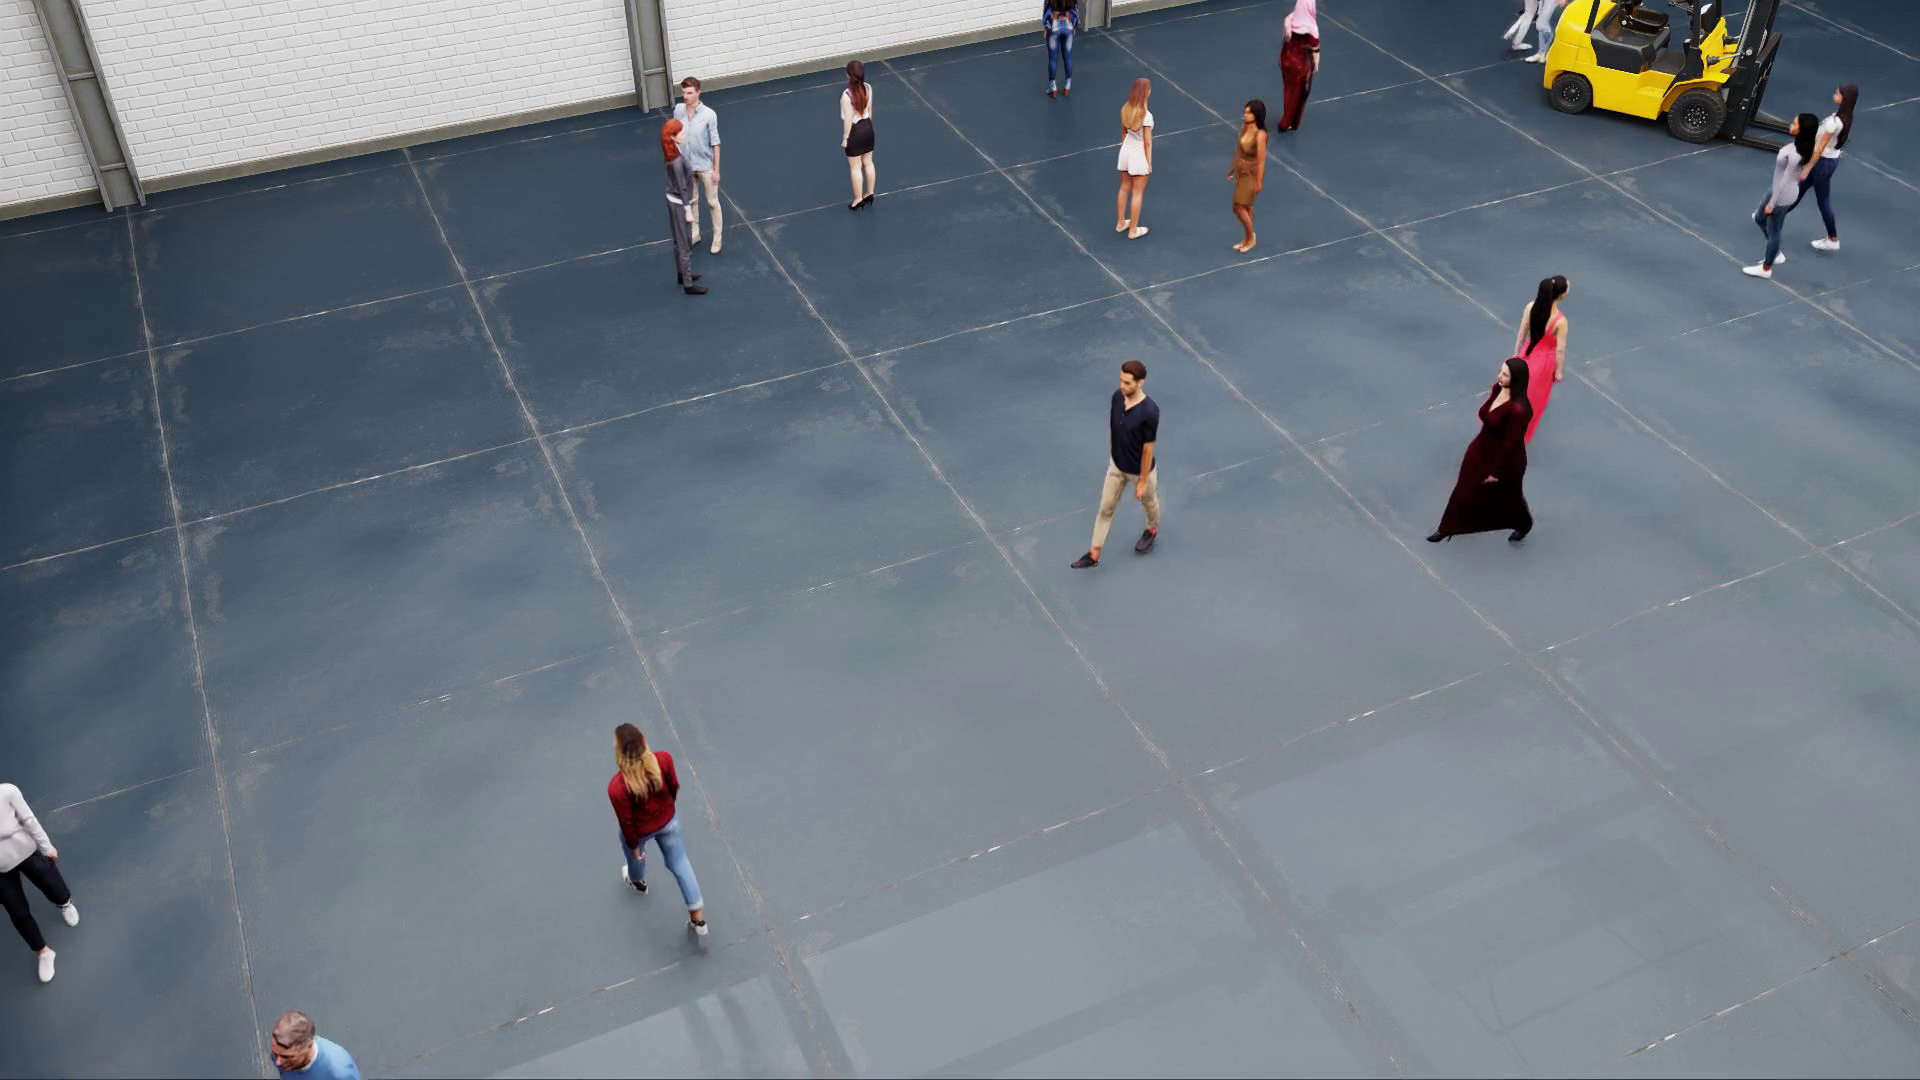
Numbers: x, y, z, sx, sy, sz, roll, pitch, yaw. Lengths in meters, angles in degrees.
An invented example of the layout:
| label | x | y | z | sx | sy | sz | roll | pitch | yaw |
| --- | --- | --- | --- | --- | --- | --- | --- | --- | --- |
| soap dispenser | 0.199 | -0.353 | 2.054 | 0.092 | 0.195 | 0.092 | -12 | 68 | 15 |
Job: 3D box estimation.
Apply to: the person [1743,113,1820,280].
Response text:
| label | x | y | z | sx | sy | sz | roll | pitch | yaw |
| --- | --- | --- | --- | --- | --- | --- | --- | --- | --- |
| person | 8.190 | -3.350 | 16.360 | 0.801 | 1.724 | 0.734 | 17 | 42 | 20 |

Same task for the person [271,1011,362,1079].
| label | x | y | z | sx | sy | sz | roll | pitch | yaw |
| --- | --- | --- | --- | --- | --- | --- | --- | --- | --- |
| person | -3.141 | 2.885 | 8.491 | 0.795 | 1.800 | 0.853 | 13 | 41 | 16 |

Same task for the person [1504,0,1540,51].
| label | x | y | z | sx | sy | sz | roll | pitch | yaw |
| --- | --- | --- | --- | --- | --- | --- | --- | --- | --- |
| person | 7.168 | -6.936 | 20.910 | 0.751 | 1.649 | 0.738 | -7 | 39 | -8 |

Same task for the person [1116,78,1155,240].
| label | x | y | z | sx | sy | sz | roll | pitch | yaw |
| --- | --- | --- | --- | --- | --- | --- | --- | --- | --- |
| person | 1.791 | -3.929 | 17.107 | 0.617 | 1.696 | 0.617 | -26 | 45 | -29 |

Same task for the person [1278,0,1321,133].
| label | x | y | z | sx | sy | sz | roll | pitch | yaw |
| --- | --- | --- | --- | --- | --- | --- | --- | --- | --- |
| person | 3.819 | -5.453 | 19.075 | 0.837 | 1.622 | 0.747 | -29 | 47 | -31 |

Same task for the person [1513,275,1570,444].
| label | x | y | z | sx | sy | sz | roll | pitch | yaw |
| --- | --- | --- | --- | --- | --- | --- | --- | --- | --- |
| person | 4.776 | -1.431 | 13.967 | 0.742 | 1.711 | 0.630 | -21 | 43 | -25 |

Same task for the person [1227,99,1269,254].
| label | x | y | z | sx | sy | sz | roll | pitch | yaw |
| --- | --- | --- | --- | --- | --- | --- | --- | --- | --- |
| person | 2.993 | -3.673 | 16.802 | 0.606 | 1.677 | 0.609 | -10 | 40 | -13 |

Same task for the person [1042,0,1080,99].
| label | x | y | z | sx | sy | sz | roll | pitch | yaw |
| --- | --- | --- | --- | --- | --- | --- | --- | --- | --- |
| person | 1.196 | -6.103 | 19.891 | 0.573 | 1.618 | 0.716 | -6 | 39 | -7 |

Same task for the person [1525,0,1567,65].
| label | x | y | z | sx | sy | sz | roll | pitch | yaw |
| --- | --- | --- | --- | --- | --- | --- | --- | --- | --- |
| person | 7.402 | -6.800 | 20.593 | 0.706 | 1.832 | 0.742 | -11 | 40 | -13 |

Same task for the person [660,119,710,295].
| label | x | y | z | sx | sy | sz | roll | pitch | yaw |
| --- | --- | --- | --- | --- | --- | --- | --- | --- | --- |
| person | -2.722 | -3.252 | 16.190 | 0.511 | 1.782 | 0.591 | -13 | 40 | -16 |

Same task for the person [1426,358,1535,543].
| label | x | y | z | sx | sy | sz | roll | pitch | yaw |
| --- | --- | --- | --- | --- | --- | --- | --- | --- | --- |
| person | 4.287 | -0.639 | 12.970 | 1.118 | 1.718 | 0.794 | -8 | 39 | -10 |

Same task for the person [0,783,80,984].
| label | x | y | z | sx | sy | sz | roll | pitch | yaw |
| --- | --- | --- | --- | --- | --- | --- | --- | --- | --- |
| person | -5.623 | 1.855 | 9.868 | 0.710 | 1.692 | 0.721 | -18 | 42 | -21 |

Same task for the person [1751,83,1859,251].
| label | x | y | z | sx | sy | sz | roll | pitch | yaw |
| --- | --- | --- | --- | --- | --- | --- | --- | --- | --- |
| person | 8.829 | -3.731 | 16.834 | 1.022 | 1.727 | 1.173 | 27 | 46 | 29 |

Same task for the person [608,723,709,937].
| label | x | y | z | sx | sy | sz | roll | pitch | yaw |
| --- | --- | --- | --- | --- | --- | --- | --- | --- | --- |
| person | -1.827 | 1.765 | 10.053 | 1.066 | 1.601 | 0.803 | -24 | 45 | -27 |

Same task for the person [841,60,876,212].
| label | x | y | z | sx | sy | sz | roll | pitch | yaw |
| --- | --- | --- | --- | --- | --- | --- | --- | --- | --- |
| person | -1.071 | -4.275 | 17.578 | 0.681 | 1.649 | 0.563 | 29 | 47 | 32 |

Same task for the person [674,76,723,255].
| label | x | y | z | sx | sy | sz | roll | pitch | yaw |
| --- | --- | --- | --- | --- | --- | --- | --- | --- | --- |
| person | -2.647 | -3.804 | 16.829 | 0.713 | 1.847 | 0.790 | 10 | 40 | 12 |

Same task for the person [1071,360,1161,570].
| label | x | y | z | sx | sy | sz | roll | pitch | yaw |
| --- | --- | --- | --- | --- | --- | --- | --- | --- | --- |
| person | 1.395 | -0.602 | 12.853 | 0.954 | 1.807 | 1.229 | 30 | 47 | 32 |
